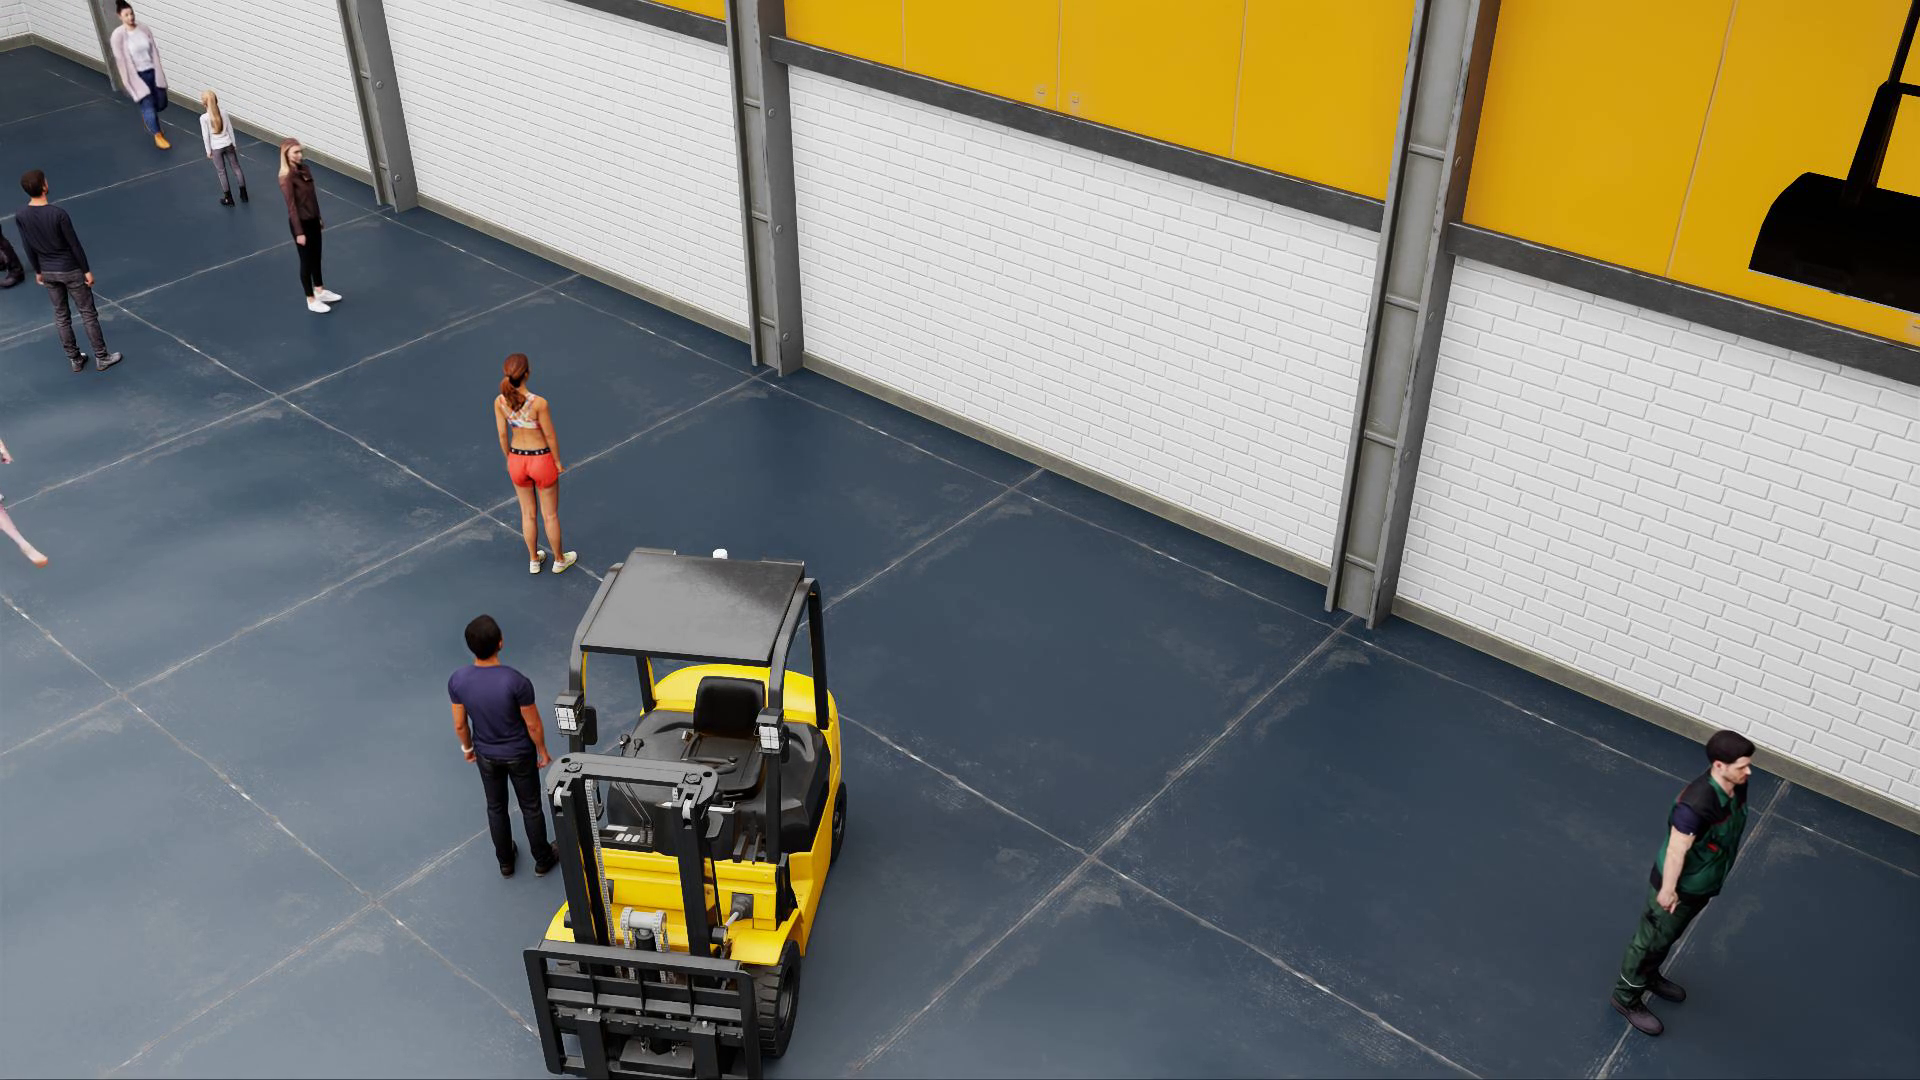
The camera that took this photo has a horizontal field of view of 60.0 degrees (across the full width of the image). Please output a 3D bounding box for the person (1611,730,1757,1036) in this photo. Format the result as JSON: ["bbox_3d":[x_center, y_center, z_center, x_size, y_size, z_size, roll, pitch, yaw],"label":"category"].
[{"bbox_3d":[3.765,1.731,8.627,0.580,1.899,0.687,28,43,35],"label":"person"}]

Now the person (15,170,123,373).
[{"bbox_3d":[-8.026,-2.396,14.864,0.700,1.869,0.778,-1,34,-1],"label":"person"}]

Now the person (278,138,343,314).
[{"bbox_3d":[-6.293,-3.041,15.985,0.675,1.702,0.674,5,34,7],"label":"person"}]

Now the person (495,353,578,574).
[{"bbox_3d":[-3.125,-0.545,12.149,0.655,1.791,0.743,4,34,6],"label":"person"}]

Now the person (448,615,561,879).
[{"bbox_3d":[-2.618,1.203,9.520,0.688,1.790,0.776,0,34,0],"label":"person"}]

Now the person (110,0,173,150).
[{"bbox_3d":[-9.724,-5.529,19.705,0.904,1.727,0.681,24,40,31],"label":"person"}]

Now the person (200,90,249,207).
[{"bbox_3d":[-8.115,-4.319,18.290,0.508,1.279,0.518,-28,43,-35],"label":"person"}]
